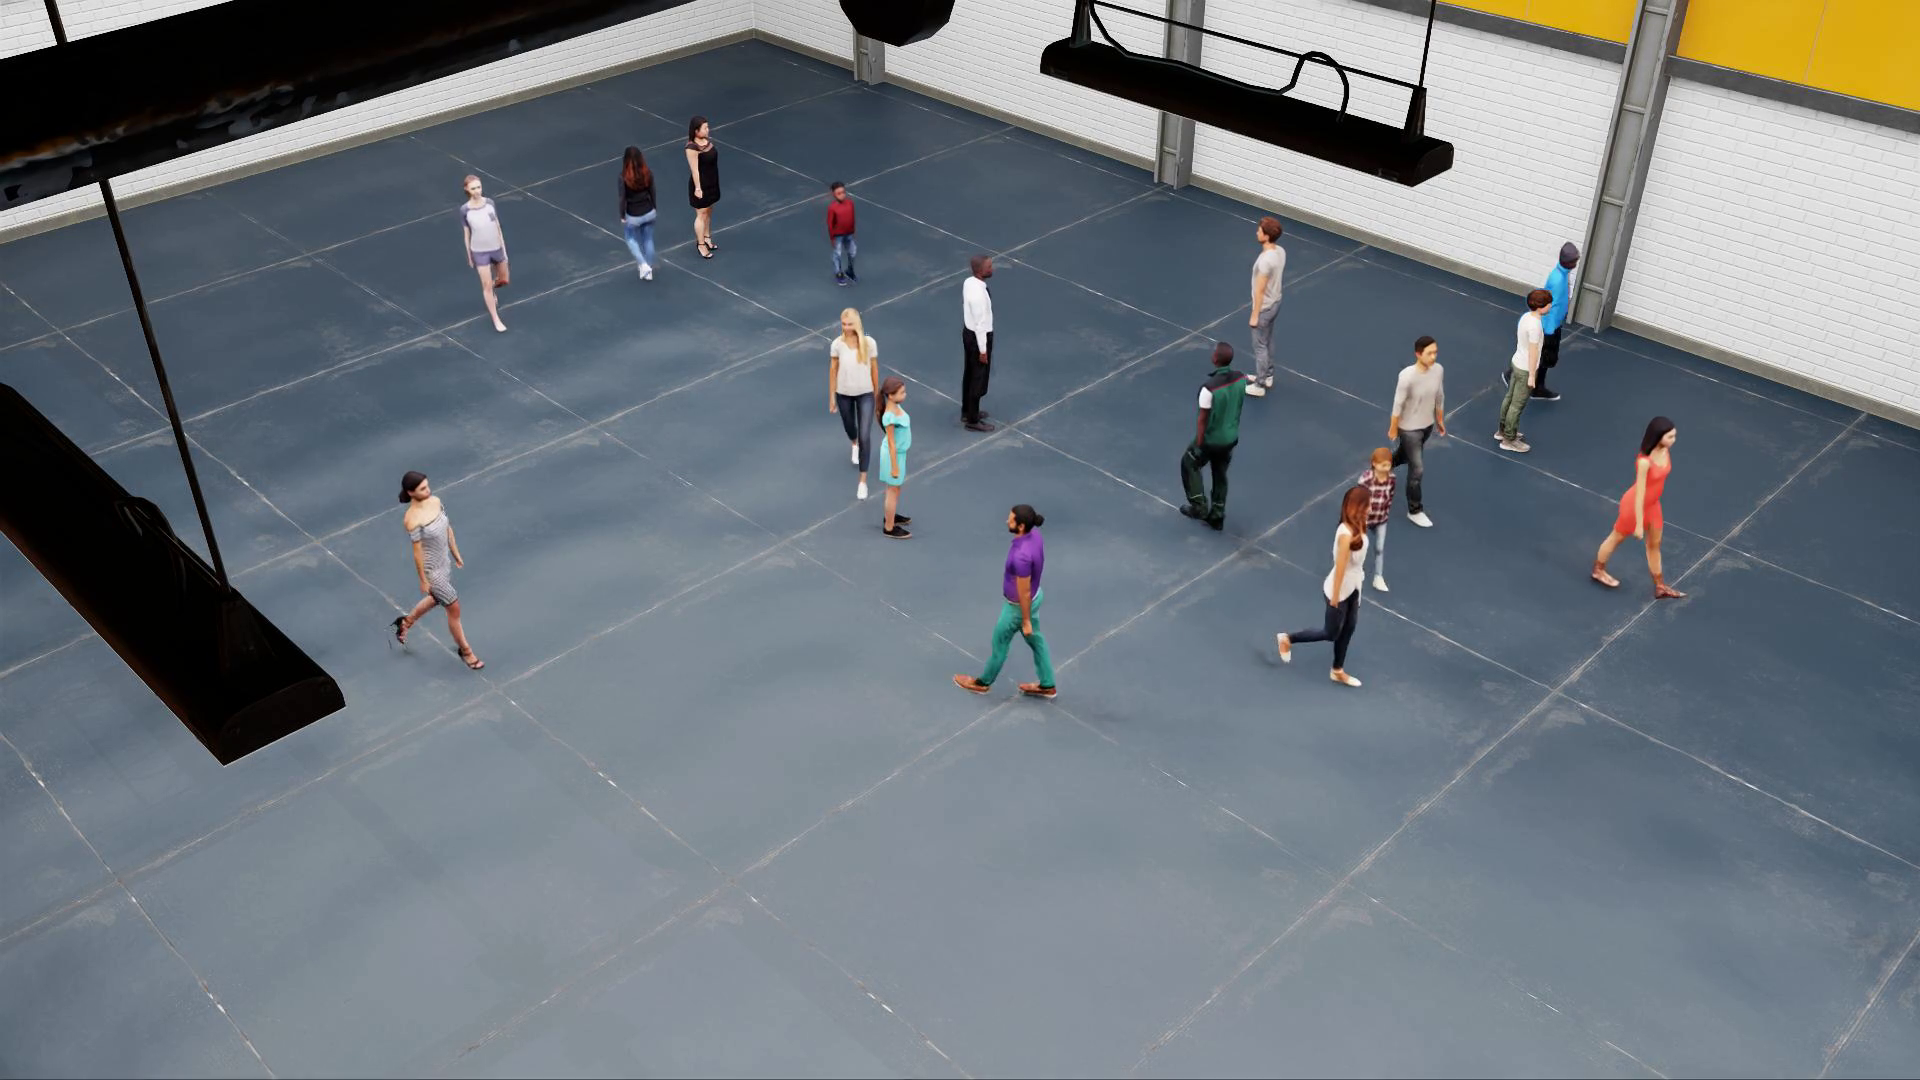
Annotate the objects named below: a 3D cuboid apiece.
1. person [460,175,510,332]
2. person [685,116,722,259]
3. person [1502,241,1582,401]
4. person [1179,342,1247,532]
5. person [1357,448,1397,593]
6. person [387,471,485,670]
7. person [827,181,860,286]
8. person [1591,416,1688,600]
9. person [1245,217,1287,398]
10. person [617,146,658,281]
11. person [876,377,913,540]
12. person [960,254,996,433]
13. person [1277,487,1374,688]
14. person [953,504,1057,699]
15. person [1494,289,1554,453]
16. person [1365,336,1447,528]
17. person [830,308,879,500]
[{"bbox_3d":[-5.228,-3.200,18.297,0.673,1.753,0.922,-21,39,-28],"label":"person"},{"bbox_3d":[-3.080,-4.236,19.887,0.790,1.717,0.762,5,34,8],"label":"person"},{"bbox_3d":[5.837,-2.173,16.723,0.930,1.785,0.800,13,36,18],"label":"person"},{"bbox_3d":[2.322,-0.870,14.726,0.755,1.825,0.773,-22,39,-29],"label":"person"},{"bbox_3d":[3.496,-0.242,14.281,0.848,1.272,0.969,-5,34,-7],"label":"person"},{"bbox_3d":[-4.211,0.233,13.096,1.133,1.793,0.955,7,34,10],"label":"person"},{"bbox_3d":[-1.405,-3.591,19.341,0.558,1.247,0.557,-19,38,-27],"label":"person"},{"bbox_3d":[5.629,-0.292,13.983,1.004,1.684,0.620,28,43,35],"label":"person"},{"bbox_3d":[3.118,-2.370,16.920,0.672,1.893,0.705,14,36,21],"label":"person"},{"bbox_3d":[-3.673,-3.737,19.220,0.718,1.625,0.769,-20,38,-27],"label":"person"},{"bbox_3d":[-0.587,-0.756,14.795,0.691,1.558,0.635,1,34,2],"label":"person"},{"bbox_3d":[0.160,-1.953,16.348,0.784,1.834,0.670,-7,34,-10],"label":"person"},{"bbox_3d":[2.887,0.351,12.946,1.015,1.762,0.758,17,37,23],"label":"person"},{"bbox_3d":[0.567,0.511,12.726,1.152,1.738,0.984,8,34,12],"label":"person"},{"bbox_3d":[5.453,-1.660,16.069,0.702,1.654,0.654,3,34,4],"label":"person"},{"bbox_3d":[4.051,-1.074,15.069,0.801,1.784,1.192,-21,39,-28],"label":"person"},{"bbox_3d":[-0.981,-1.364,15.525,1.170,1.762,1.180,1,34,2],"label":"person"}]
